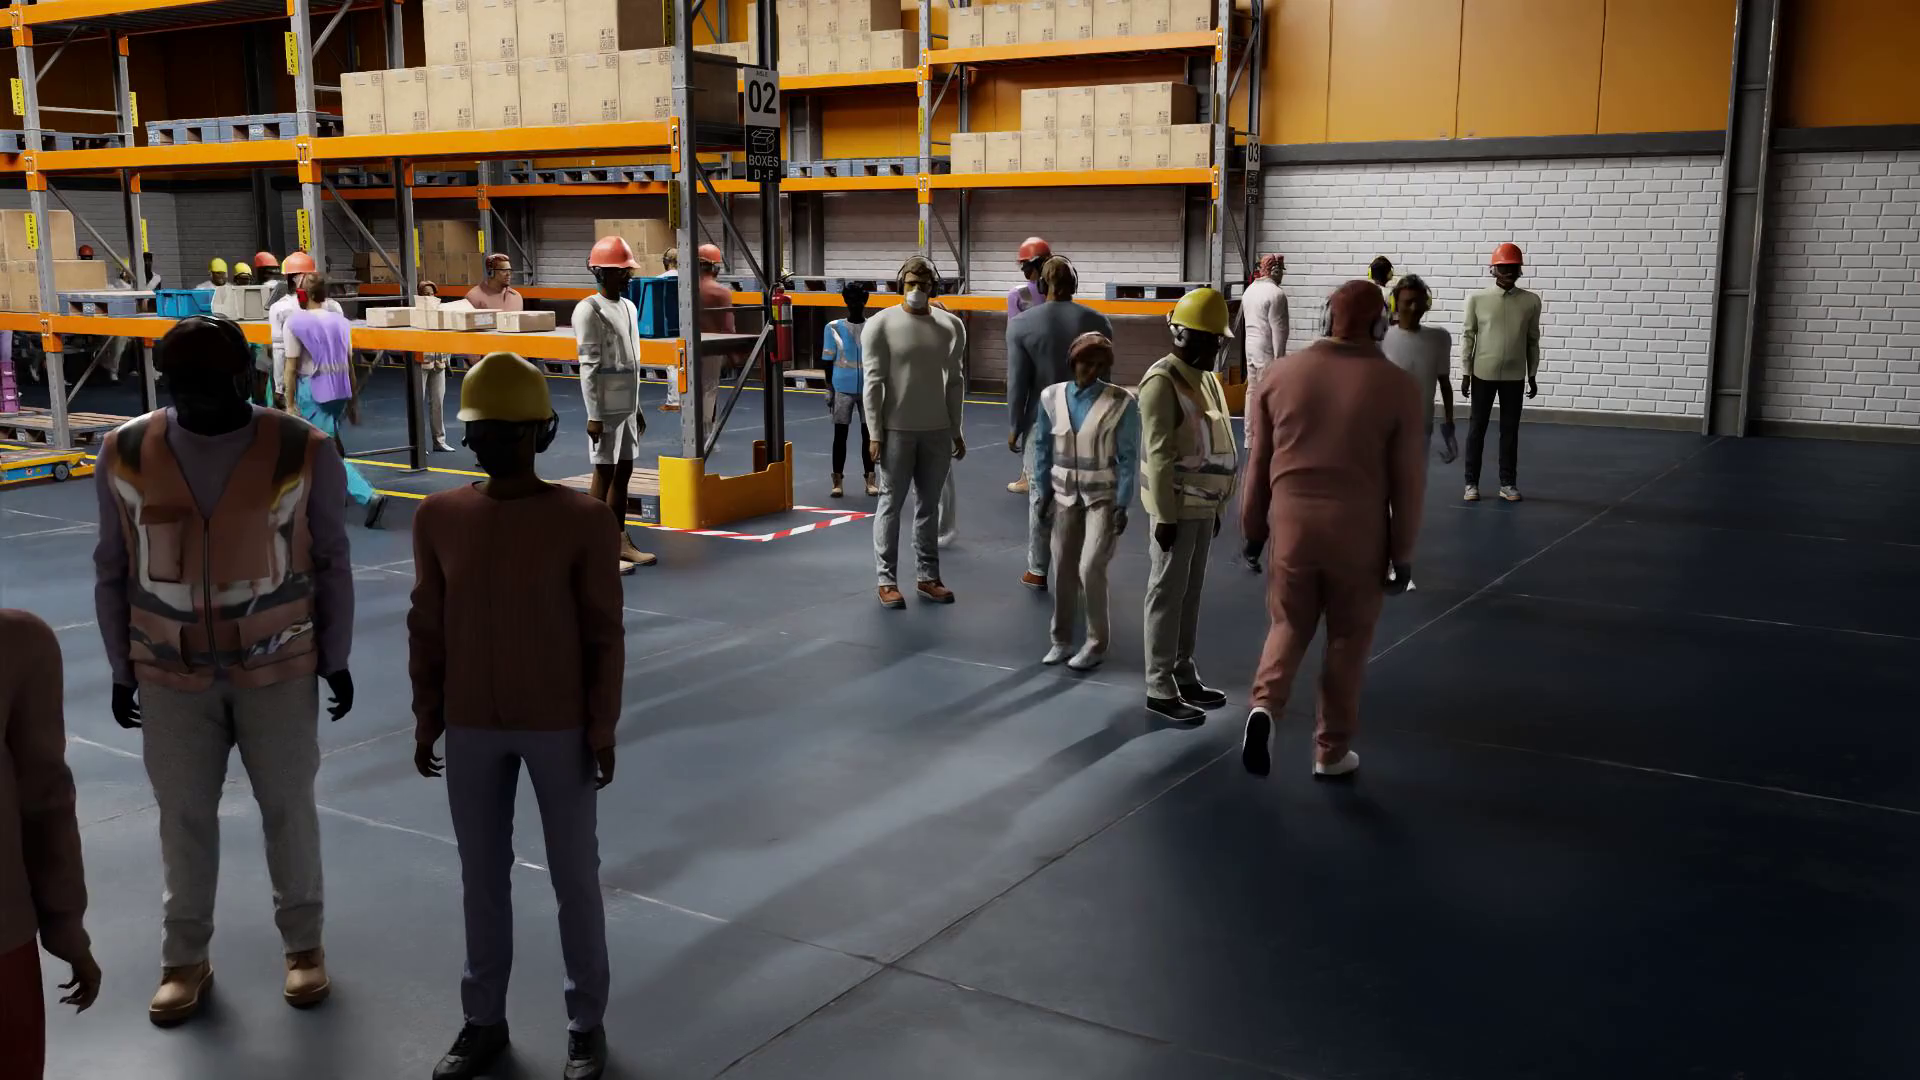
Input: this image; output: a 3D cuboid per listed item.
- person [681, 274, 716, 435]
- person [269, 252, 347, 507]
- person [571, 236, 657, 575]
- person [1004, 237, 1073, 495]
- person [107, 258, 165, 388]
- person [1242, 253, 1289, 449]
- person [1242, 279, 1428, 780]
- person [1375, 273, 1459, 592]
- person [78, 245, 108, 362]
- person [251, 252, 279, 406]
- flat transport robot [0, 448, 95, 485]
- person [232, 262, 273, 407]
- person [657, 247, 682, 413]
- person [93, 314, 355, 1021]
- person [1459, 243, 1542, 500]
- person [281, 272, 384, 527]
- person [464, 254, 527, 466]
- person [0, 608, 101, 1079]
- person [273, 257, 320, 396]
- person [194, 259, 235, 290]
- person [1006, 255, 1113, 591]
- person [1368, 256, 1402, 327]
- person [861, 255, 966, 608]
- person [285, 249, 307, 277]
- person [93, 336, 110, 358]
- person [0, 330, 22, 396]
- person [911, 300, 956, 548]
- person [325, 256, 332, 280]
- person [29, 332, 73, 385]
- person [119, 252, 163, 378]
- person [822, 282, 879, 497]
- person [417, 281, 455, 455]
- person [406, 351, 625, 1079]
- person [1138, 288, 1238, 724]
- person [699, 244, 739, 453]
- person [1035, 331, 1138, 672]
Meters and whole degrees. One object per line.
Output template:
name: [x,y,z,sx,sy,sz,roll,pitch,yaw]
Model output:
person: [-2.723,-1.923,17.242,0.321,1.694,0.529,5,11,24]
person: [-4.896,-1.188,12.506,0.552,1.932,0.377,-9,13,-40]
person: [-2.090,-0.815,10.140,0.372,2.042,0.615,3,11,16]
person: [0.603,-1.380,13.268,0.606,2.046,0.371,-7,12,-34]
person: [-11.336,-2.941,22.685,0.973,1.782,0.576,6,12,30]
person: [2.940,-1.776,15.886,0.399,1.897,0.647,-3,11,-17]
person: [1.337,0.000,6.082,0.680,1.879,0.619,6,12,29]
person: [2.633,-0.657,9.866,0.521,1.835,0.802,-1,10,-5]
person: [-14.476,-3.930,27.692,0.357,1.938,0.545,9,13,40]
person: [-7.451,-2.153,17.987,0.967,1.883,0.596,3,11,17]
flat transport robot: [-7.945,-0.581,13.752,0.652,0.197,1.431,4,11,19]
person: [-8.110,-2.262,18.923,0.526,1.768,0.330,-10,14,-44]
person: [-3.347,-2.456,19.524,0.372,1.940,0.627,8,13,38]
person: [-1.911,0.333,4.360,0.624,1.837,0.430,-3,11,-14]
person: [4.199,-1.299,12.951,0.615,1.997,0.373,0,10,2]
person: [-4.440,-0.981,11.738,0.864,1.814,0.573,4,11,21]
person: [-4.108,-1.595,14.882,0.402,1.901,0.642,7,13,35]
person: [-1.656,0.676,2.647,0.314,1.769,0.524,10,14,43]
person: [-5.108,-1.249,12.901,0.398,1.918,0.588,-4,11,-20]
person: [-9.576,-2.737,21.525,0.585,1.786,0.947,-9,14,-41]
person: [0.565,-0.667,9.619,0.630,1.937,0.373,-2,10,-10]
person: [4.002,-1.778,15.968,0.538,1.866,0.313,6,12,30]
person: [-0.242,-0.599,9.240,0.629,1.937,0.379,-5,12,-27]
person: [-10.007,-3.493,25.422,0.353,1.883,0.578,6,12,31]
person: [-14.951,-3.962,28.714,0.285,1.633,0.499,9,14,41]
person: [-12.387,-2.758,21.342,0.418,1.890,0.699,1,10,7]
person: [-0.161,-0.765,11.004,0.284,1.632,0.510,3,11,14]
person: [-9.705,-3.350,24.869,0.710,1.806,0.658,3,11,18]
person: [-12.709,-2.960,23.199,0.505,1.612,0.558,2,10,11]
person: [-11.956,-3.288,24.364,0.922,1.851,0.605,6,12,29]
person: [-0.816,-1.182,13.130,0.536,1.696,0.321,-2,10,-9]
person: [-5.045,-1.630,15.772,0.309,1.641,0.513,7,13,35]
person: [-1.054,0.437,3.966,0.525,1.771,0.305,1,10,5]
person: [0.973,-0.149,7.065,0.403,1.822,0.588,5,12,27]
person: [-2.395,-1.812,15.836,0.615,1.976,0.565,7,13,36]
person: [0.584,-0.167,7.754,0.519,1.608,0.436,7,12,33]
